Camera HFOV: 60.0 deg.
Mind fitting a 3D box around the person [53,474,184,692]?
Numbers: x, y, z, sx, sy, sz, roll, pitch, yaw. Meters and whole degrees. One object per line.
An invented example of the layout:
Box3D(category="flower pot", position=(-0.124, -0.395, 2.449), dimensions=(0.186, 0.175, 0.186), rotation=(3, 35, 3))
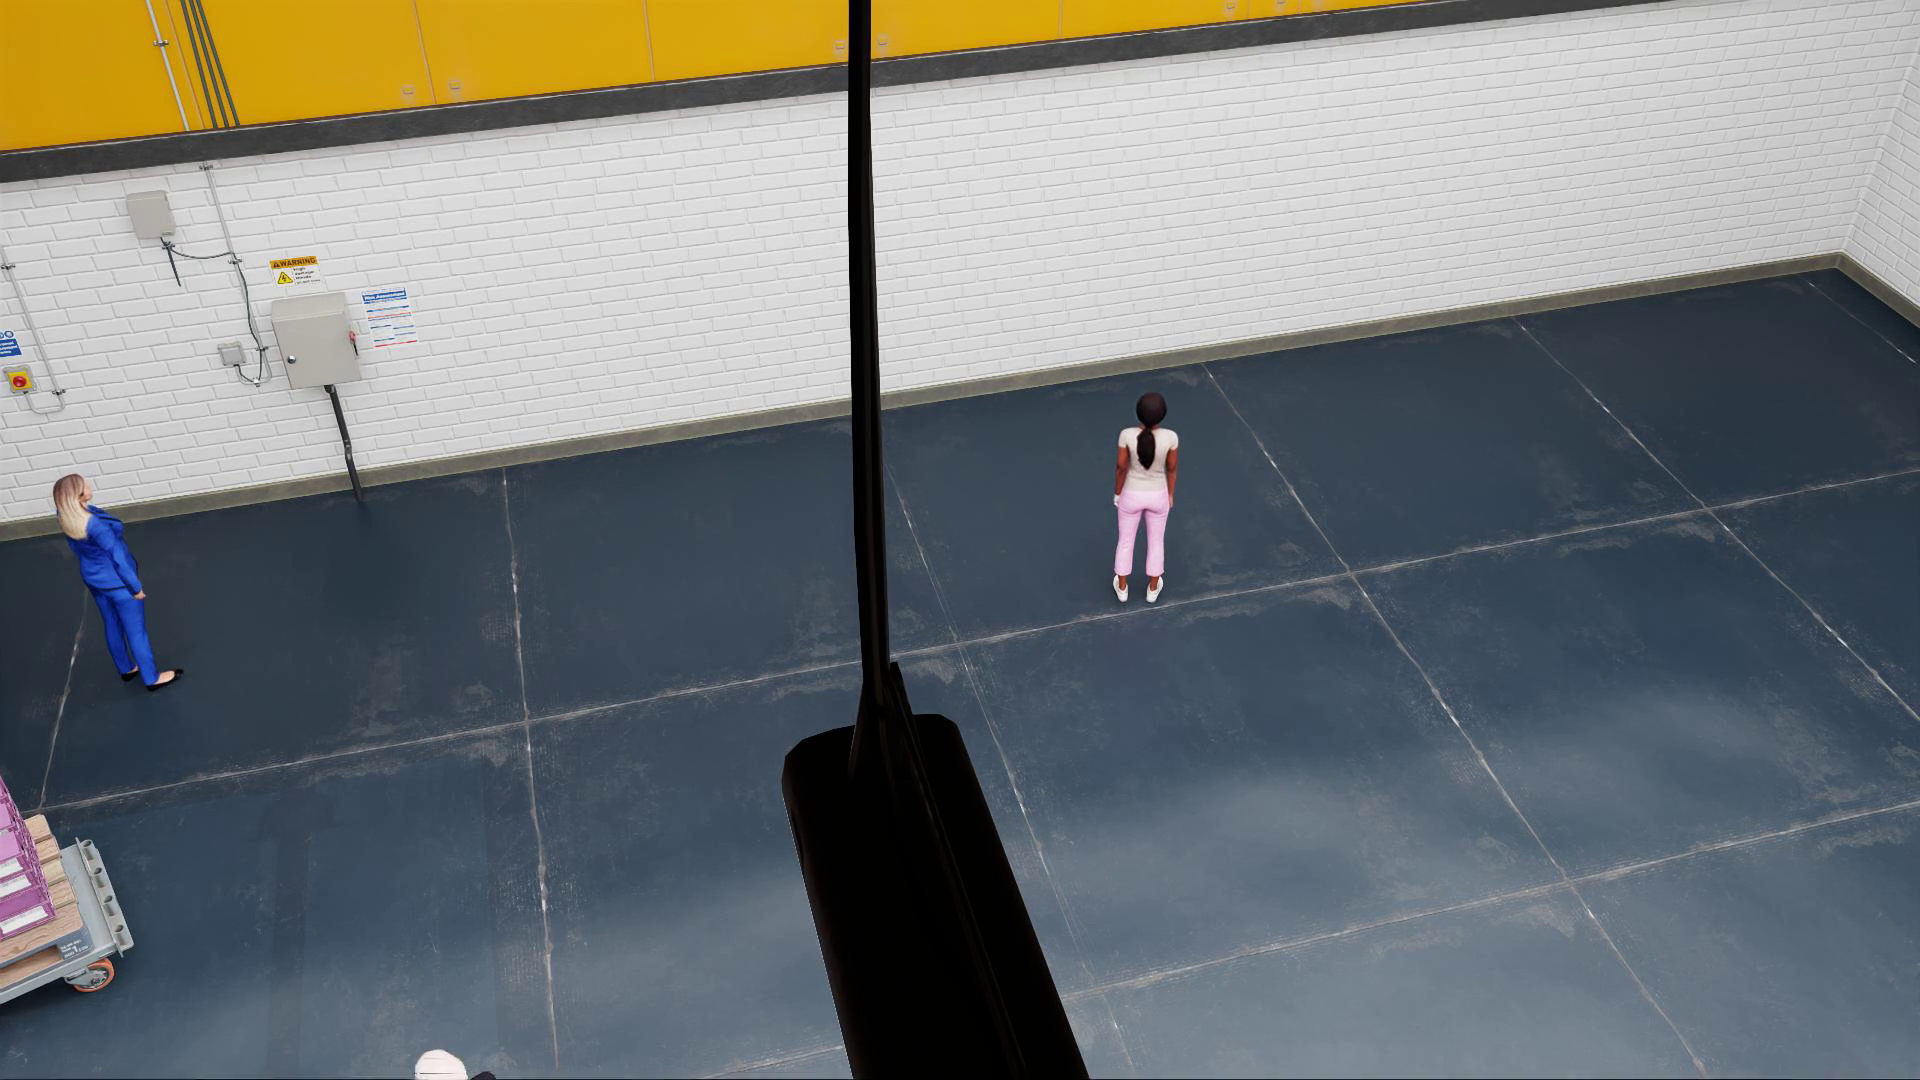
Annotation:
Box3D(category="person", position=(-5.540, 0.275, 10.831), dimensions=(0.700, 1.700, 0.758), rotation=(19, 43, 23))

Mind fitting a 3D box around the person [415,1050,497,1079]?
Box3D(category="person", position=(-2.099, 2.952, 7.660), dimensions=(1.061, 1.769, 1.064), rotation=(23, 44, 26))

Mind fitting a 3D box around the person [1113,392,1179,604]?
Box3D(category="person", position=(1.275, -0.294, 11.510), dimensions=(0.631, 1.742, 0.613), rotation=(2, 39, 3))
